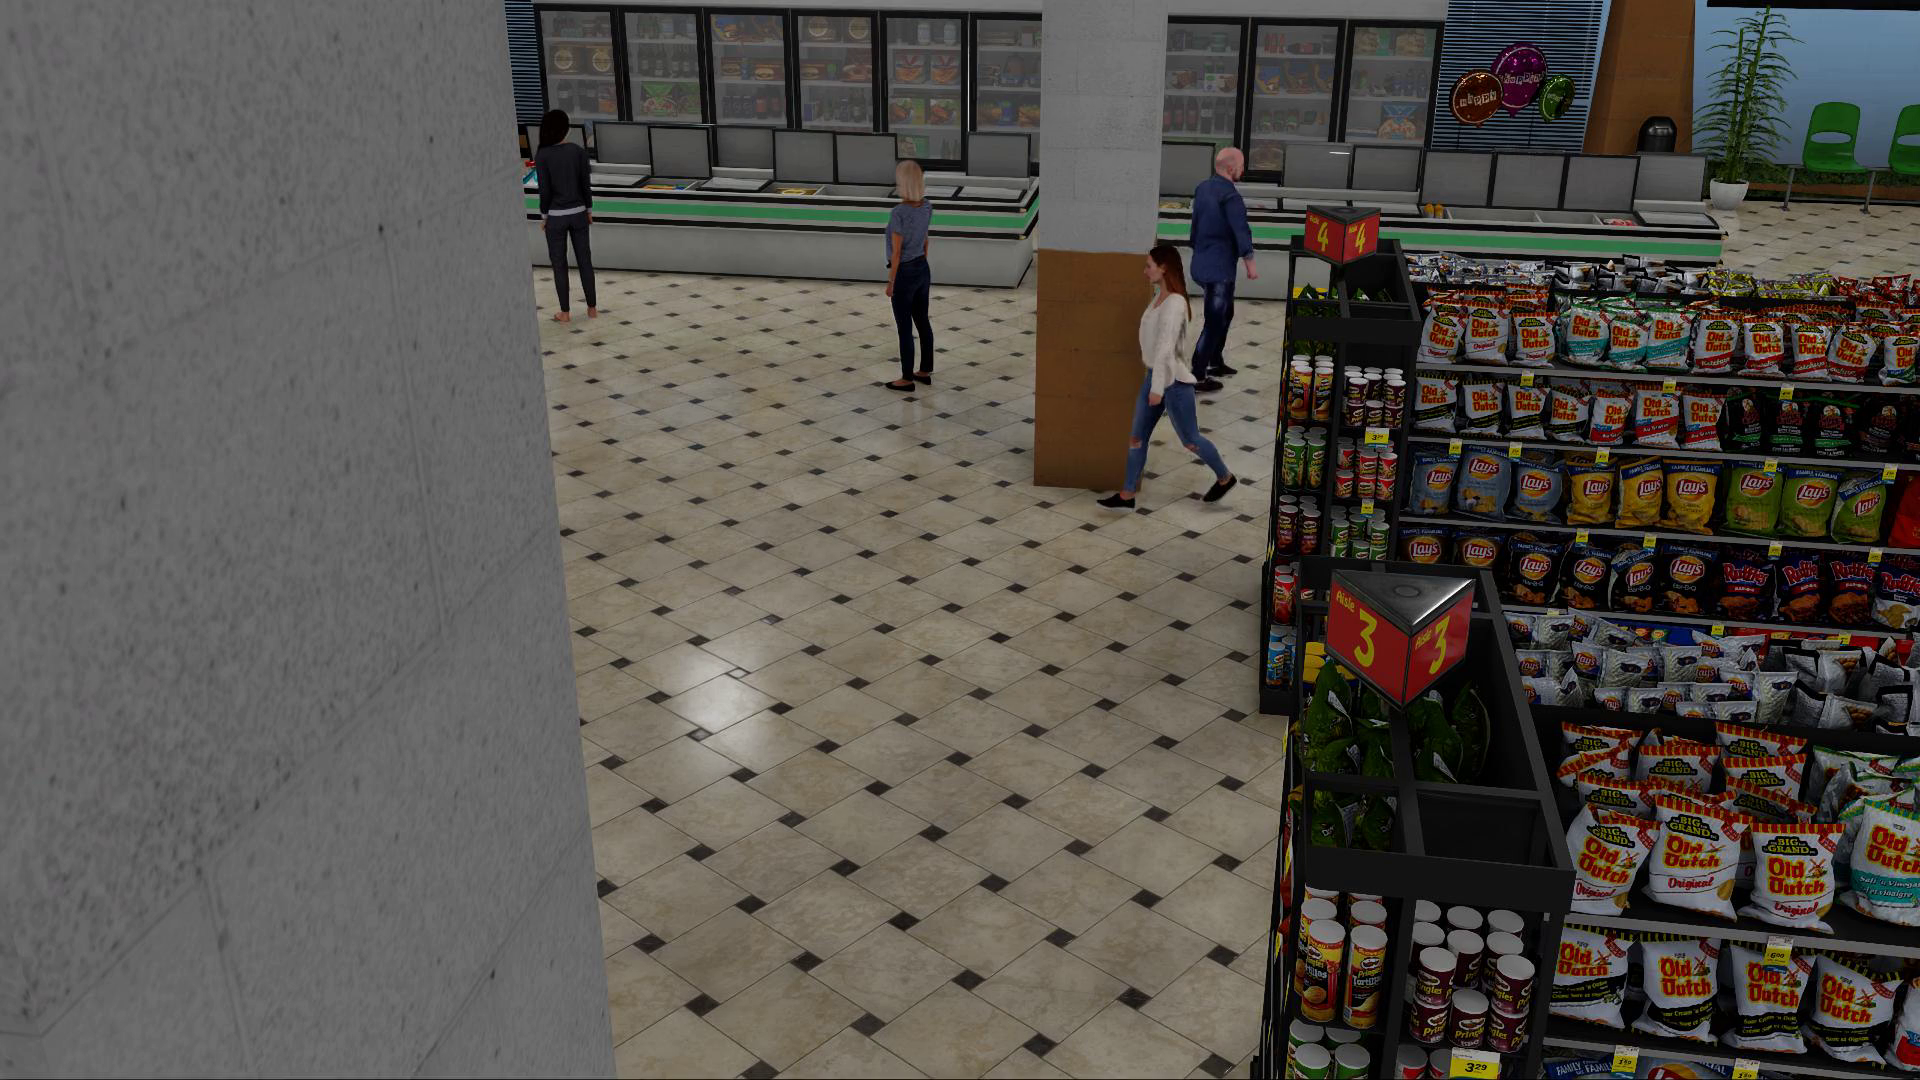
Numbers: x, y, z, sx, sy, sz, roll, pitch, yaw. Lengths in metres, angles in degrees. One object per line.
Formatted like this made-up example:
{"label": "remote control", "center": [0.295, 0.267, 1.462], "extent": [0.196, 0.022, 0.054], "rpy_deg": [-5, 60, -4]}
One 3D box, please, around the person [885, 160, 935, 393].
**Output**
{"label": "person", "center": [-0.365, -1.964, 12.353], "extent": [0.660, 1.722, 0.655], "rpy_deg": [18, 29, 35]}

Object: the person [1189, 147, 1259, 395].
{"label": "person", "center": [1.818, -1.942, 12.204], "extent": [0.929, 1.801, 0.882], "rpy_deg": [-9, 25, -20]}

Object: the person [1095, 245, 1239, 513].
{"label": "person", "center": [1.347, -0.924, 10.067], "extent": [1.224, 1.650, 0.912], "rpy_deg": [-5, 24, -12]}

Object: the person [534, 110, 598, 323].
{"label": "person", "center": [-3.335, -2.748, 14.088], "extent": [0.665, 1.768, 0.744], "rpy_deg": [-13, 27, -28]}
